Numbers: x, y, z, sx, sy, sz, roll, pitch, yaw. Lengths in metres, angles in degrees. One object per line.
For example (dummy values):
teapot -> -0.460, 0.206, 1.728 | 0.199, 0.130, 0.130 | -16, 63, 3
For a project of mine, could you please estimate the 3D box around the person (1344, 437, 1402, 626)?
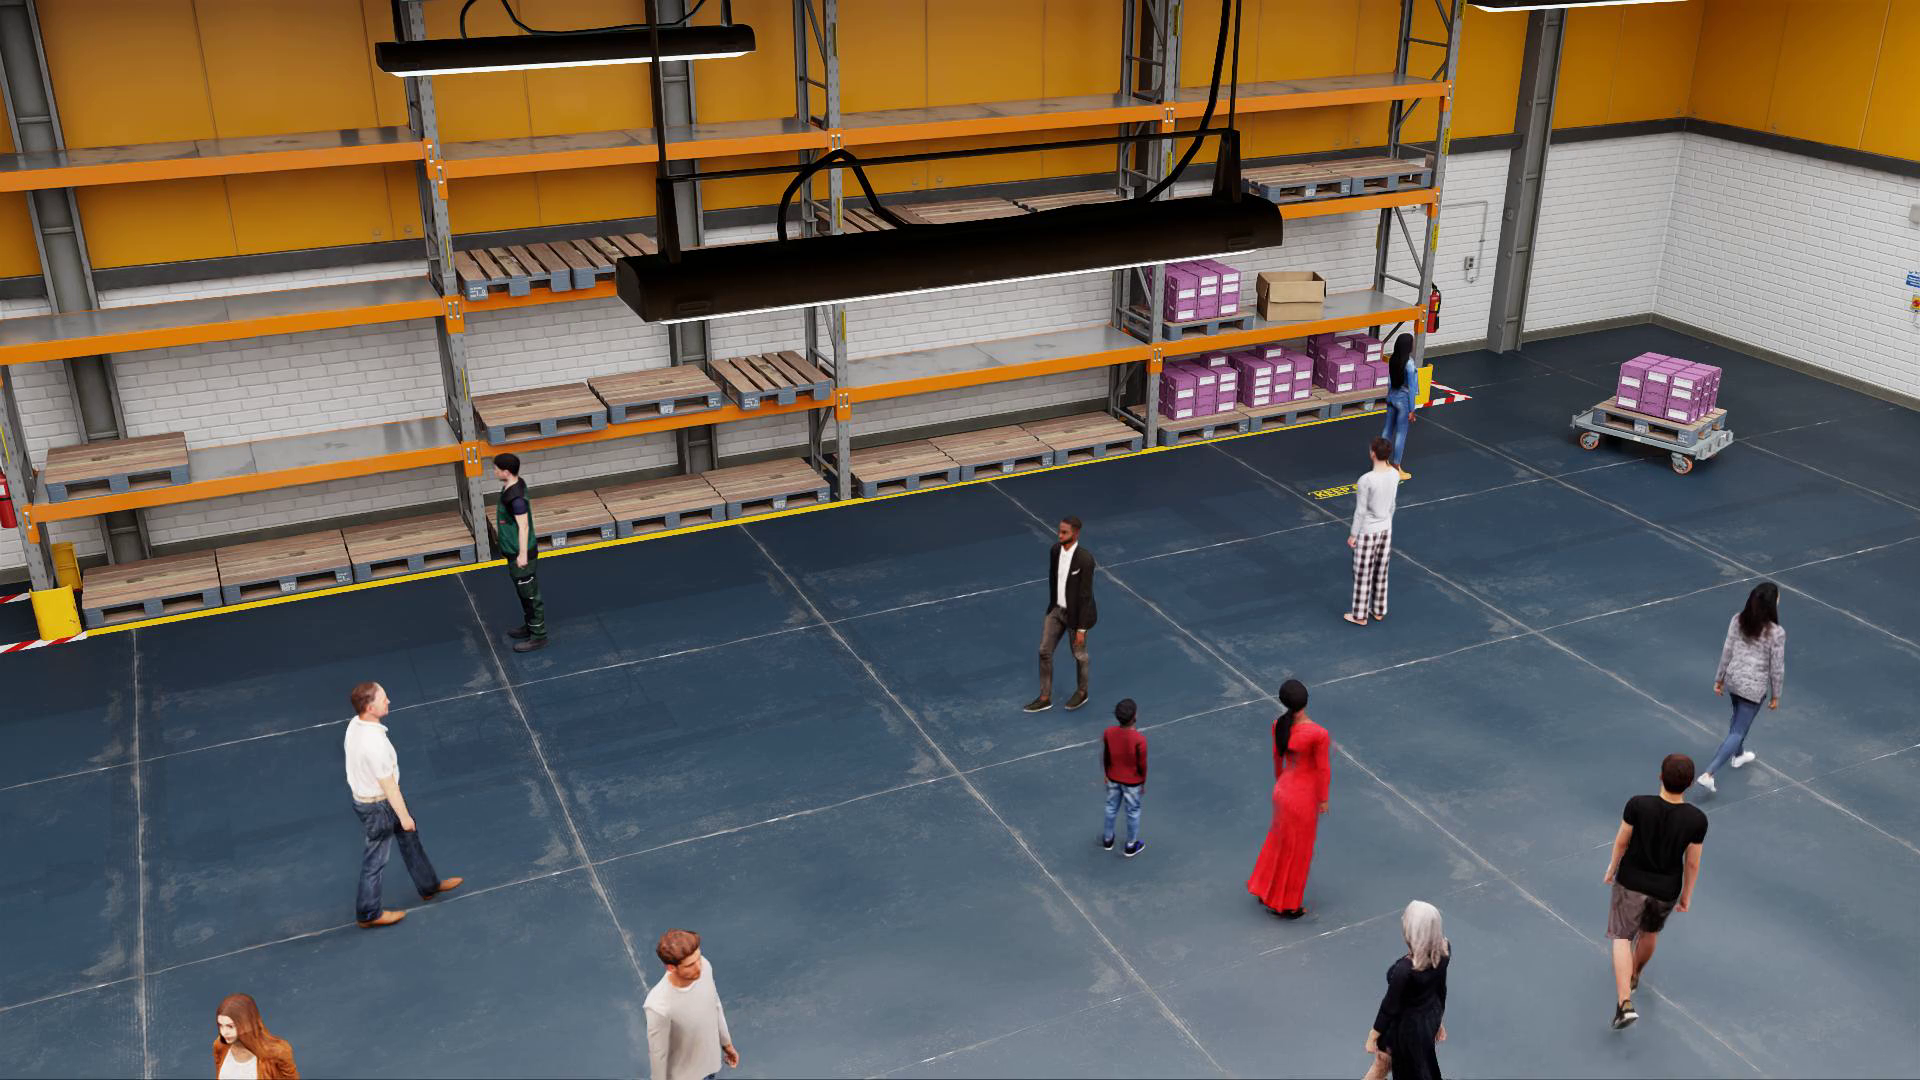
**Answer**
person -> 3.878, -0.085, 15.577 | 0.476, 1.847, 0.688 | -12, 26, -25

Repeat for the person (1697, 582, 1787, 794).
person -> 6.050, 1.166, 12.906 | 1.214, 1.695, 0.780 | -15, 28, -31

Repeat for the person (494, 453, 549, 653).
person -> -3.988, 0.083, 15.125 | 0.609, 1.900, 0.699 | -8, 25, -17

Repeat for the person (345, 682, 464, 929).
person -> -4.036, 1.817, 11.246 | 0.950, 1.830, 0.660 | -11, 26, -24

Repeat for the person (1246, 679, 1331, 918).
person -> 2.308, 1.790, 11.377 | 0.677, 1.775, 0.671 | -7, 25, -16

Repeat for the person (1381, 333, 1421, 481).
person -> 5.038, -1.549, 19.092 | 0.518, 1.713, 0.610 | -9, 25, -20

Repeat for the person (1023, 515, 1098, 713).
person -> 0.991, 0.615, 14.056 | 0.864, 1.782, 0.986 | 20, 30, 37

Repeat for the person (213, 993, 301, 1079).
person -> -3.589, 3.030, 8.607 | 0.674, 1.722, 0.770 | 3, 24, 7

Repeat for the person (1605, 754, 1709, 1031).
person -> 4.280, 2.198, 10.364 | 1.160, 1.839, 1.170 | 6, 24, 14

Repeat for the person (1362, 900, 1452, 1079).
person -> 2.564, 2.804, 9.166 | 1.175, 1.688, 0.916 | -22, 32, -40

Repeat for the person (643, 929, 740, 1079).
person -> -1.526, 2.821, 8.912 | 1.252, 1.860, 1.173 | 7, 25, 17

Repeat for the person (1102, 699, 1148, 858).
person -> 1.198, 1.732, 12.163 | 0.577, 1.251, 0.613 | 14, 27, 30
